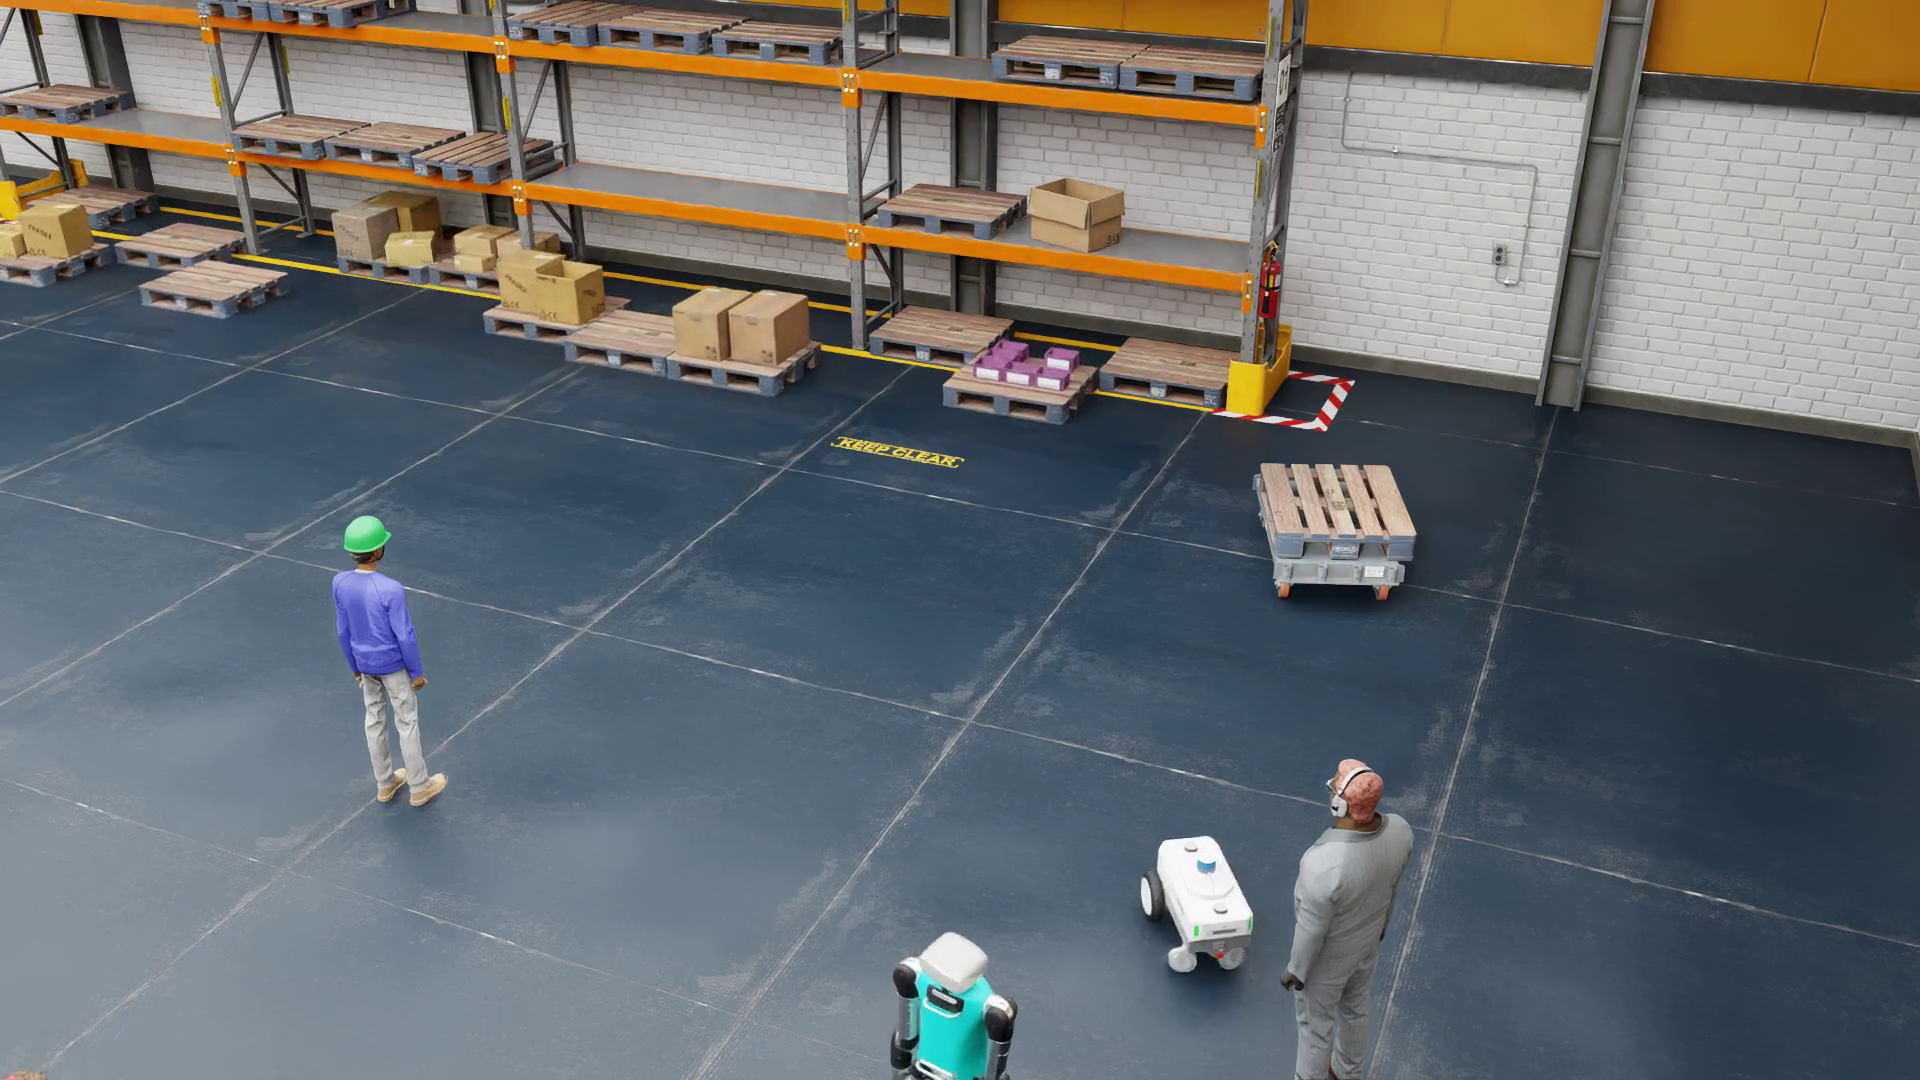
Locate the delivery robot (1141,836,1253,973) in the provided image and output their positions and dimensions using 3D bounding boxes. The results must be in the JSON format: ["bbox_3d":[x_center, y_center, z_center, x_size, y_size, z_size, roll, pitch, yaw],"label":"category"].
[{"bbox_3d":[1.282,1.920,8.889,0.525,0.587,0.744,-5,28,-9],"label":"delivery robot"}]

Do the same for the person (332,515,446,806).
[{"bbox_3d":[-3.384,0.714,9.805,0.467,1.869,0.365,7,28,12],"label":"person"}]

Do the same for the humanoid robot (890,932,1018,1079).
[{"bbox_3d":[-0.142,2.454,6.655,0.541,1.861,0.640,16,31,28],"label":"humanoid robot"}]

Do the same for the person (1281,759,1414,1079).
[{"bbox_3d":[1.713,1.826,7.606,0.650,1.906,0.413,-19,33,-32],"label":"person"}]
